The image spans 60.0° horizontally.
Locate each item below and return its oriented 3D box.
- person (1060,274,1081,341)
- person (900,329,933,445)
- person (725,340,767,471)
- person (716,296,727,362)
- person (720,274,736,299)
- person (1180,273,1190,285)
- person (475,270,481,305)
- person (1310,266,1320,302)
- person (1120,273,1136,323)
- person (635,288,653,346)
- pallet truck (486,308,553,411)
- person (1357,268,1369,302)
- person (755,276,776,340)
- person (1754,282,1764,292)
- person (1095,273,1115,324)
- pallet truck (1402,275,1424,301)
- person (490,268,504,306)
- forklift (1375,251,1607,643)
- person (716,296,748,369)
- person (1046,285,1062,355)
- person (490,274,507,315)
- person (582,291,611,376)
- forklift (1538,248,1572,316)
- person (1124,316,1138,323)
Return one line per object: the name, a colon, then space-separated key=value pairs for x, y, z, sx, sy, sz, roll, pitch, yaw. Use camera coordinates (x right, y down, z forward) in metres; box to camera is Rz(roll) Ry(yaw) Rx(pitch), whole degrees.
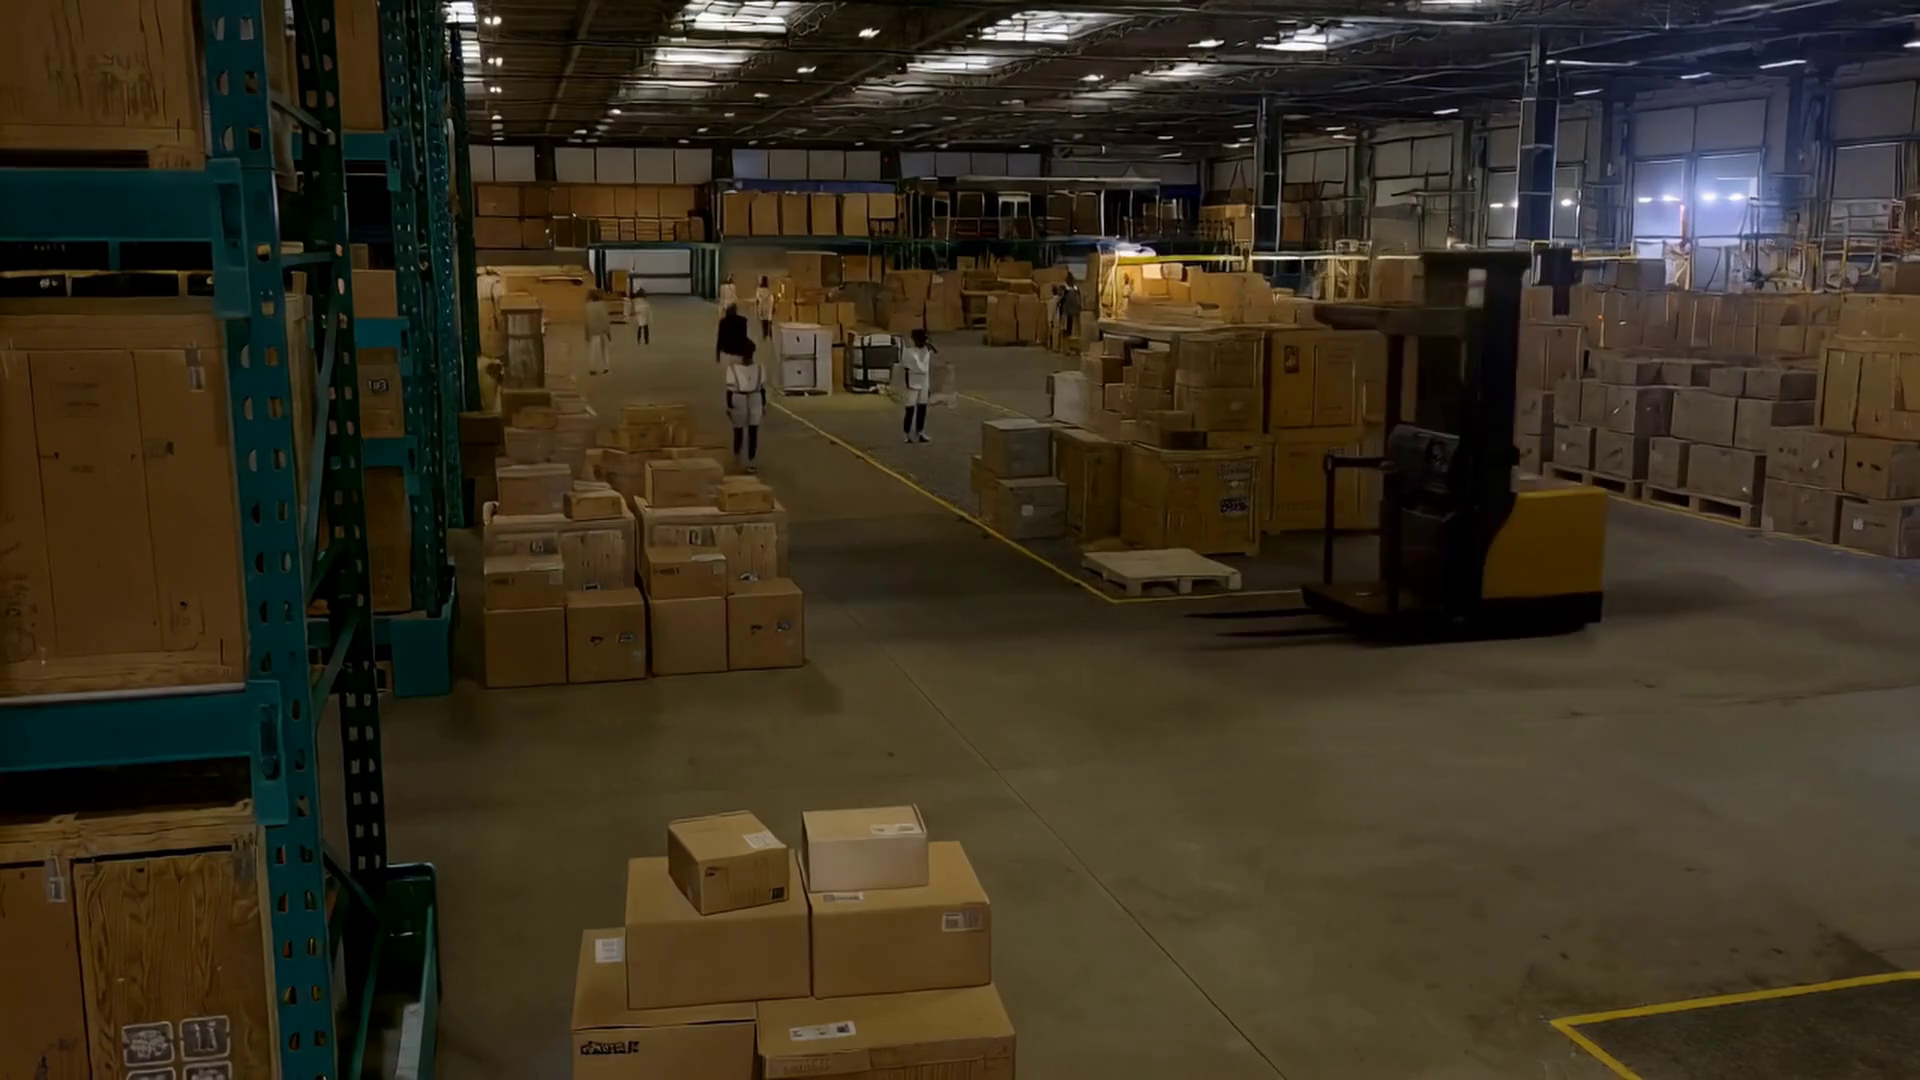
person: x=3.393 y=-7.061 z=50.531 sx=0.683 sy=2.000 sz=0.537 roll=-3 pitch=11 yaw=-18
person: x=-0.646 y=-2.213 z=24.137 sx=0.473 sy=1.694 sz=0.559 roll=9 pitch=14 yaw=42
person: x=-2.725 y=-1.722 z=21.264 sx=0.538 sy=1.687 sz=0.393 roll=-3 pitch=10 yaw=-17
person: x=-5.905 y=-5.235 z=41.331 sx=0.310 sy=1.639 sz=0.514 roll=-2 pitch=10 yaw=-10
person: x=-7.934 y=-8.109 z=56.822 sx=0.539 sy=1.911 sz=0.647 roll=-1 pitch=10 yaw=-6
person: x=8.423 y=-9.067 z=62.373 sx=0.354 sy=1.876 sz=0.574 roll=-5 pitch=11 yaw=-28
person: x=-23.536 y=-12.266 z=80.845 sx=0.299 sy=1.745 sz=0.483 roll=2 pitch=10 yaw=9
person: x=17.744 y=-12.763 z=83.212 sx=0.390 sy=1.911 sz=0.585 roll=-7 pitch=12 yaw=-35
person: x=6.286 y=-9.047 z=62.266 sx=0.569 sy=1.864 sz=0.517 roll=-1 pitch=10 yaw=-4
person: x=-9.163 y=-6.458 z=48.121 sx=0.600 sy=1.686 sz=0.350 roll=-6 pitch=12 yaw=-32
pallet truck: x=-6.242 y=-2.418 z=24.362 sx=0.823 sy=1.965 sz=1.885 roll=1 pitch=10 yaw=3
person: x=19.907 y=-12.494 z=81.977 sx=0.652 sy=1.794 sz=0.961 roll=-1 pitch=10 yaw=-8
person: x=-5.980 y=-7.135 z=51.199 sx=0.651 sy=1.949 sz=0.485 roll=-3 pitch=10 yaw=-15
person: x=21.096 y=-5.851 z=43.969 sx=0.635 sy=1.937 sz=0.353 roll=-6 pitch=12 yaw=-32
person: x=5.348 y=-8.870 z=61.200 sx=0.786 sy=1.900 sz=0.462 roll=2 pitch=10 yaw=14
pallet truck: x=14.620 y=-7.324 z=52.145 sx=0.823 sy=1.965 sz=1.885 roll=8 pitch=13 yaw=40
person: x=-19.059 y=-10.212 z=68.570 sx=0.628 sy=1.980 sz=0.592 roll=0 pitch=10 yaw=0
forklift: x=3.784 y=-0.750 z=12.420 sx=1.873 sy=2.768 sz=1.129 roll=-3 pitch=10 yaw=-15
person: x=-4.141 y=-3.397 z=29.960 sx=0.548 sy=1.975 sz=0.651 roll=9 pitch=13 yaw=40
person: x=2.489 y=-5.830 z=44.091 sx=0.325 sy=1.860 sz=0.507 roll=-9 pitch=13 yaw=-40
person: x=-17.350 y=-9.083 z=62.622 sx=0.596 sy=1.808 sz=0.547 roll=-6 pitch=12 yaw=-31
person: x=-8.094 y=-4.585 z=36.999 sx=0.642 sy=1.888 sz=0.984 roll=0 pitch=10 yaw=0
forklift: x=14.275 y=-5.647 z=40.152 sx=1.873 sy=2.768 sz=1.129 roll=-2 pitch=10 yaw=-12
person: x=2.306 y=-2.093 z=22.723 sx=0.664 sy=1.920 sz=0.568 roll=-7 pitch=12 yaw=-33
